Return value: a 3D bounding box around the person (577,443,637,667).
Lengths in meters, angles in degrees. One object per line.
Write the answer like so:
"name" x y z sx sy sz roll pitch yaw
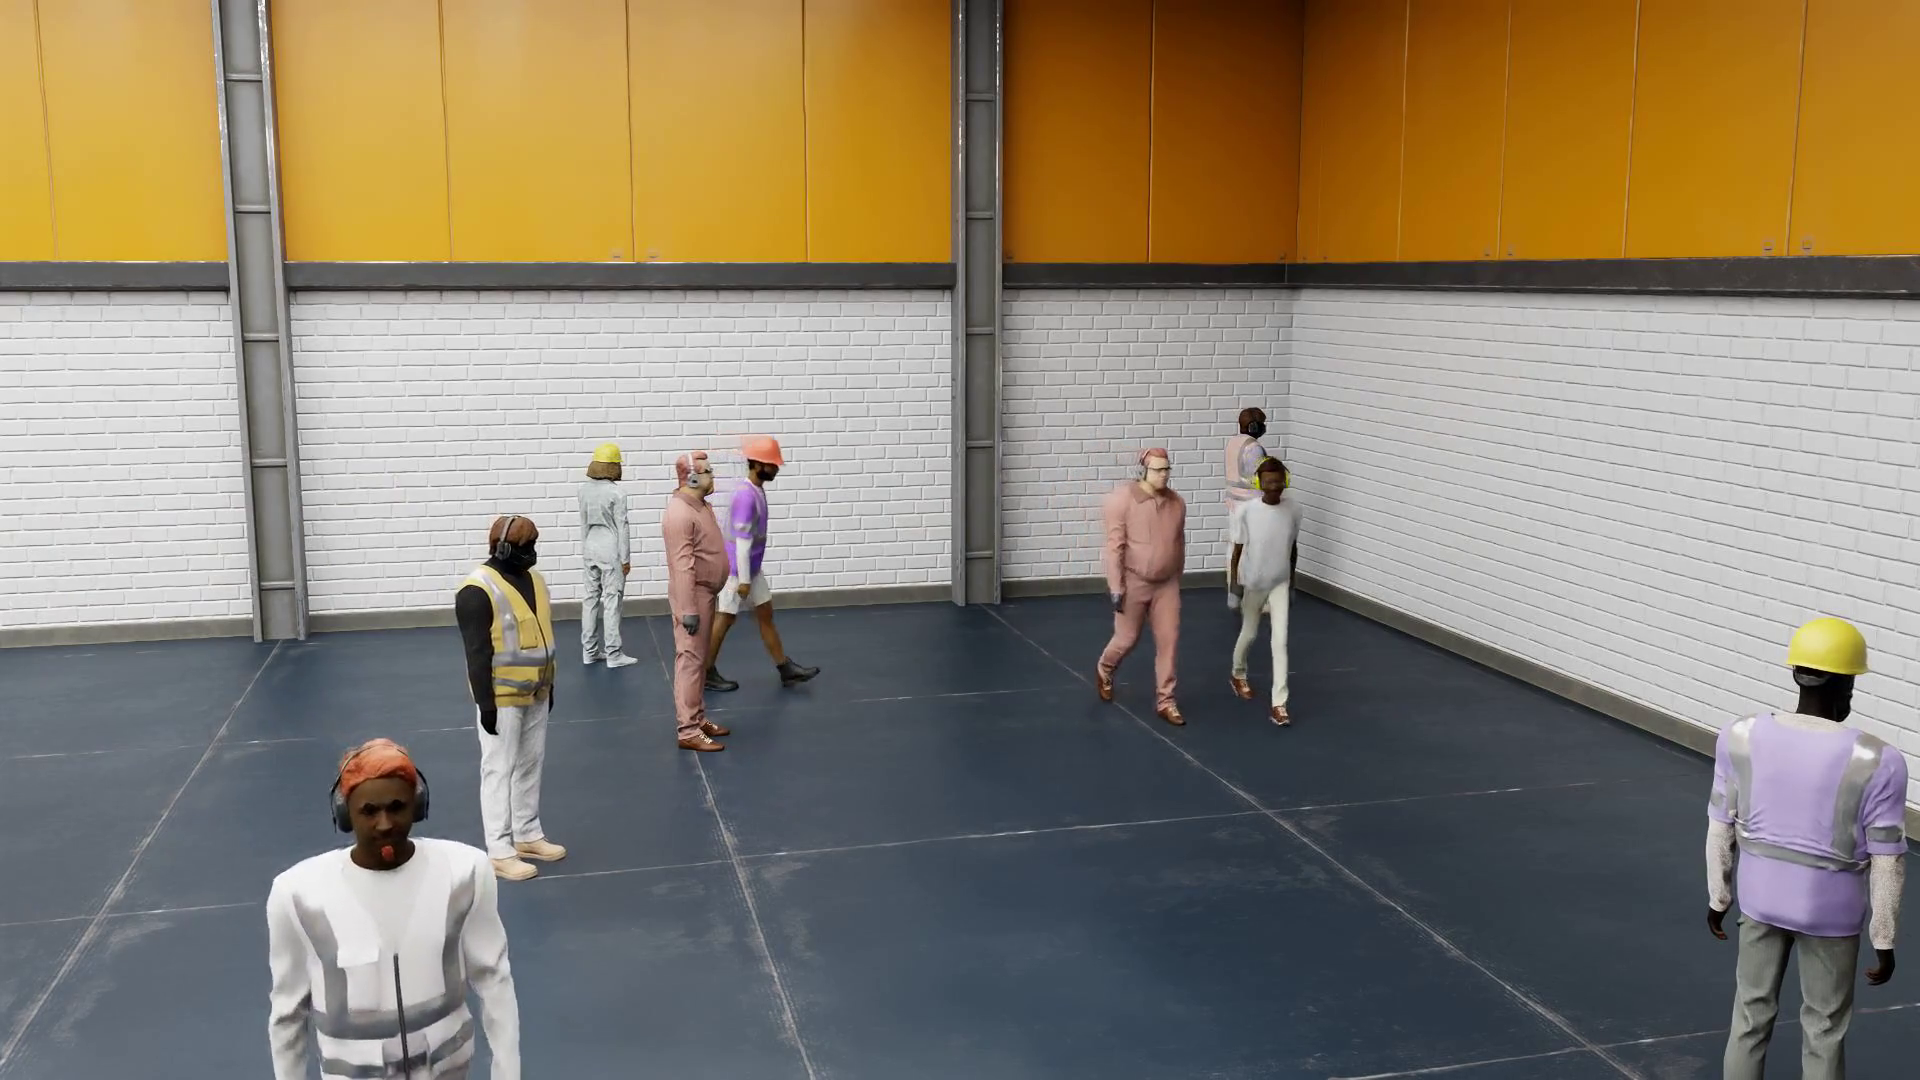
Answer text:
"person" -2.731 0.114 12.883 0.484 1.737 0.321 5 10 29

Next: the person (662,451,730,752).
"person" -1.674 0.383 10.656 0.407 1.913 0.641 0 9 -1

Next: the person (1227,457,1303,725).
"person" 2.086 0.304 11.490 0.516 1.818 1.019 -1 9 -6

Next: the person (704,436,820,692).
"person" -1.481 0.190 12.004 0.929 1.869 0.564 1 9 6

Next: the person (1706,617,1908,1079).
"person" 2.779 1.203 5.489 0.595 1.923 0.373 9 13 44

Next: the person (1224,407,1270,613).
"person" 2.607 -0.273 14.966 0.429 1.845 0.621 -3 9 -15

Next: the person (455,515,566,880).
"person" -2.257 0.780 8.442 0.428 1.833 0.626 4 10 21

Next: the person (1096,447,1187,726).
"person" 1.247 0.282 11.384 0.644 1.878 0.812 -4 10 -22

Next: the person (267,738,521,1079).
"person" -1.429 1.438 4.298 0.606 1.832 0.951 -5 10 -28
